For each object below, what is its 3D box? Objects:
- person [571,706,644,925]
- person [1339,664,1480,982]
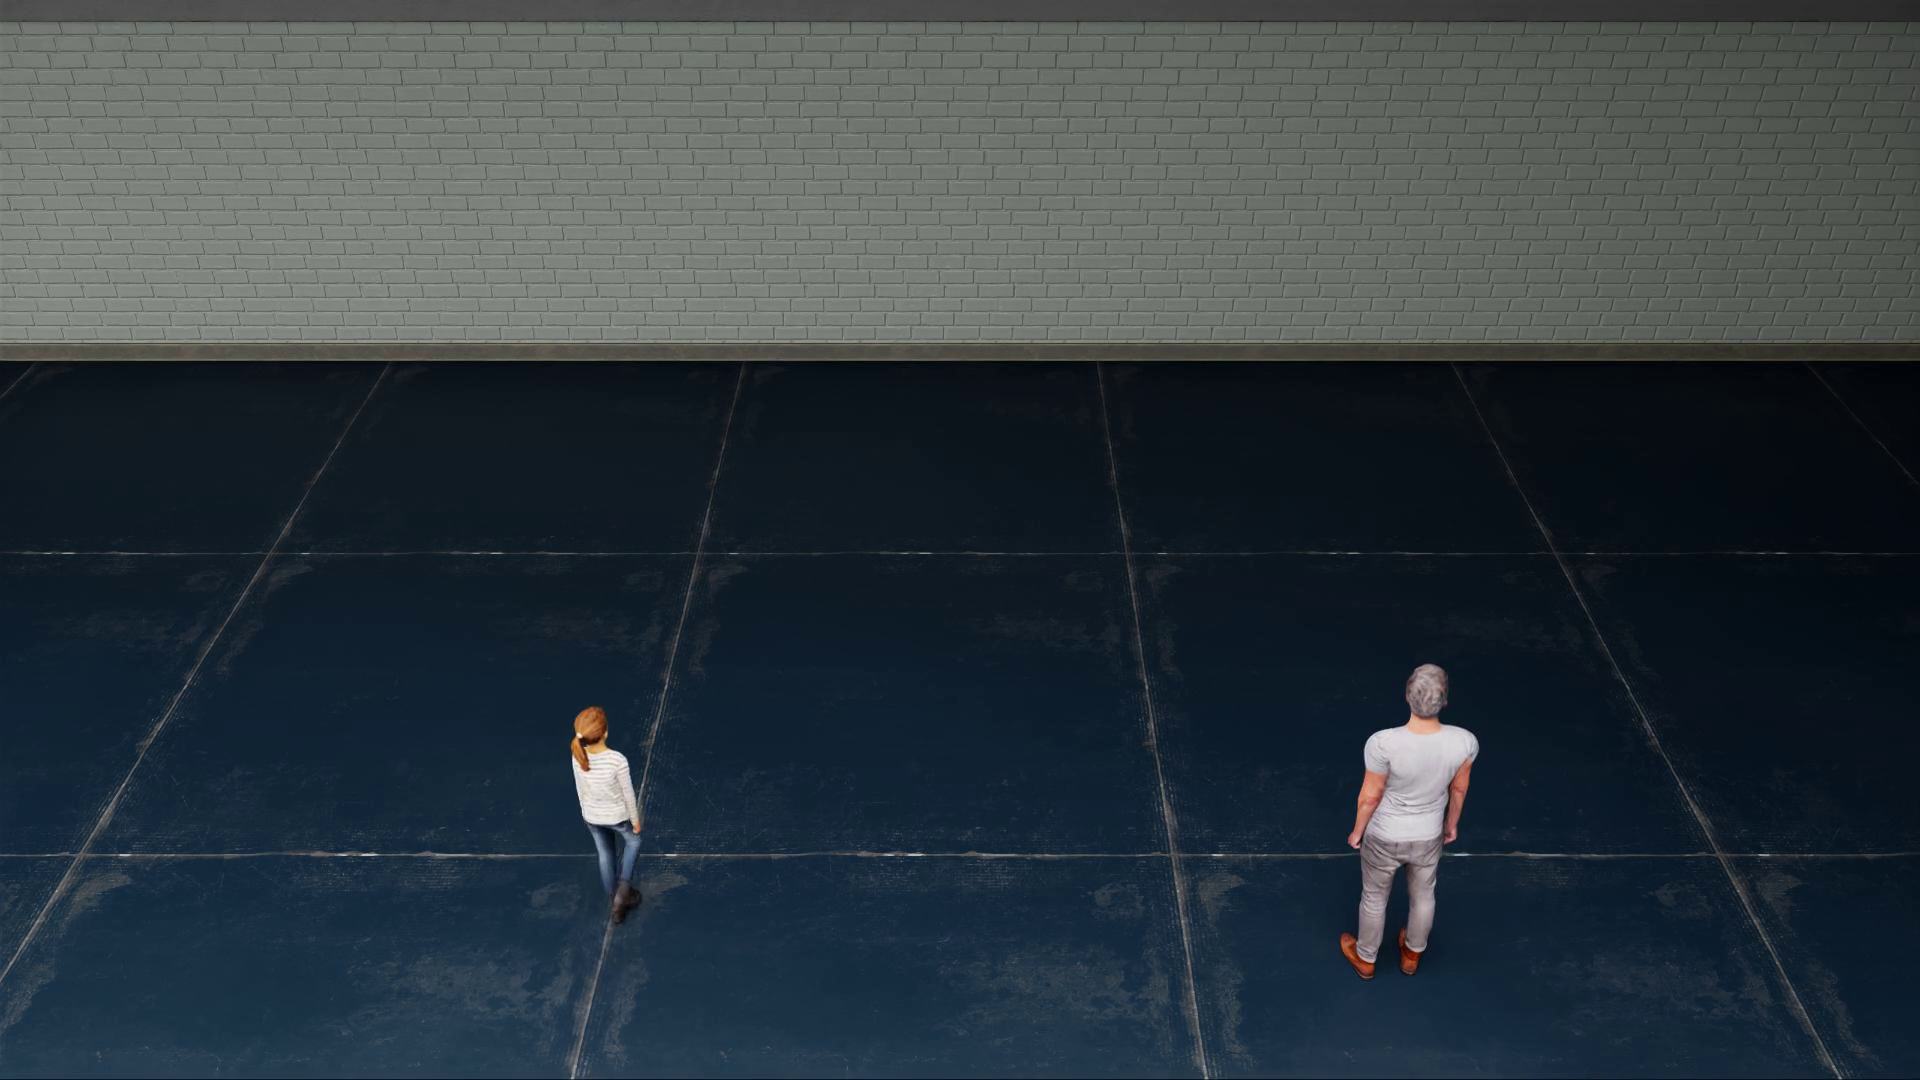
[{"bbox_3d":[-1.795,1.432,8.375,0.544,1.308,0.565,8,34,12],"label":"person"},{"bbox_3d":[2.139,1.381,7.976,0.697,1.828,0.557,-2,33,-4],"label":"person"}]
